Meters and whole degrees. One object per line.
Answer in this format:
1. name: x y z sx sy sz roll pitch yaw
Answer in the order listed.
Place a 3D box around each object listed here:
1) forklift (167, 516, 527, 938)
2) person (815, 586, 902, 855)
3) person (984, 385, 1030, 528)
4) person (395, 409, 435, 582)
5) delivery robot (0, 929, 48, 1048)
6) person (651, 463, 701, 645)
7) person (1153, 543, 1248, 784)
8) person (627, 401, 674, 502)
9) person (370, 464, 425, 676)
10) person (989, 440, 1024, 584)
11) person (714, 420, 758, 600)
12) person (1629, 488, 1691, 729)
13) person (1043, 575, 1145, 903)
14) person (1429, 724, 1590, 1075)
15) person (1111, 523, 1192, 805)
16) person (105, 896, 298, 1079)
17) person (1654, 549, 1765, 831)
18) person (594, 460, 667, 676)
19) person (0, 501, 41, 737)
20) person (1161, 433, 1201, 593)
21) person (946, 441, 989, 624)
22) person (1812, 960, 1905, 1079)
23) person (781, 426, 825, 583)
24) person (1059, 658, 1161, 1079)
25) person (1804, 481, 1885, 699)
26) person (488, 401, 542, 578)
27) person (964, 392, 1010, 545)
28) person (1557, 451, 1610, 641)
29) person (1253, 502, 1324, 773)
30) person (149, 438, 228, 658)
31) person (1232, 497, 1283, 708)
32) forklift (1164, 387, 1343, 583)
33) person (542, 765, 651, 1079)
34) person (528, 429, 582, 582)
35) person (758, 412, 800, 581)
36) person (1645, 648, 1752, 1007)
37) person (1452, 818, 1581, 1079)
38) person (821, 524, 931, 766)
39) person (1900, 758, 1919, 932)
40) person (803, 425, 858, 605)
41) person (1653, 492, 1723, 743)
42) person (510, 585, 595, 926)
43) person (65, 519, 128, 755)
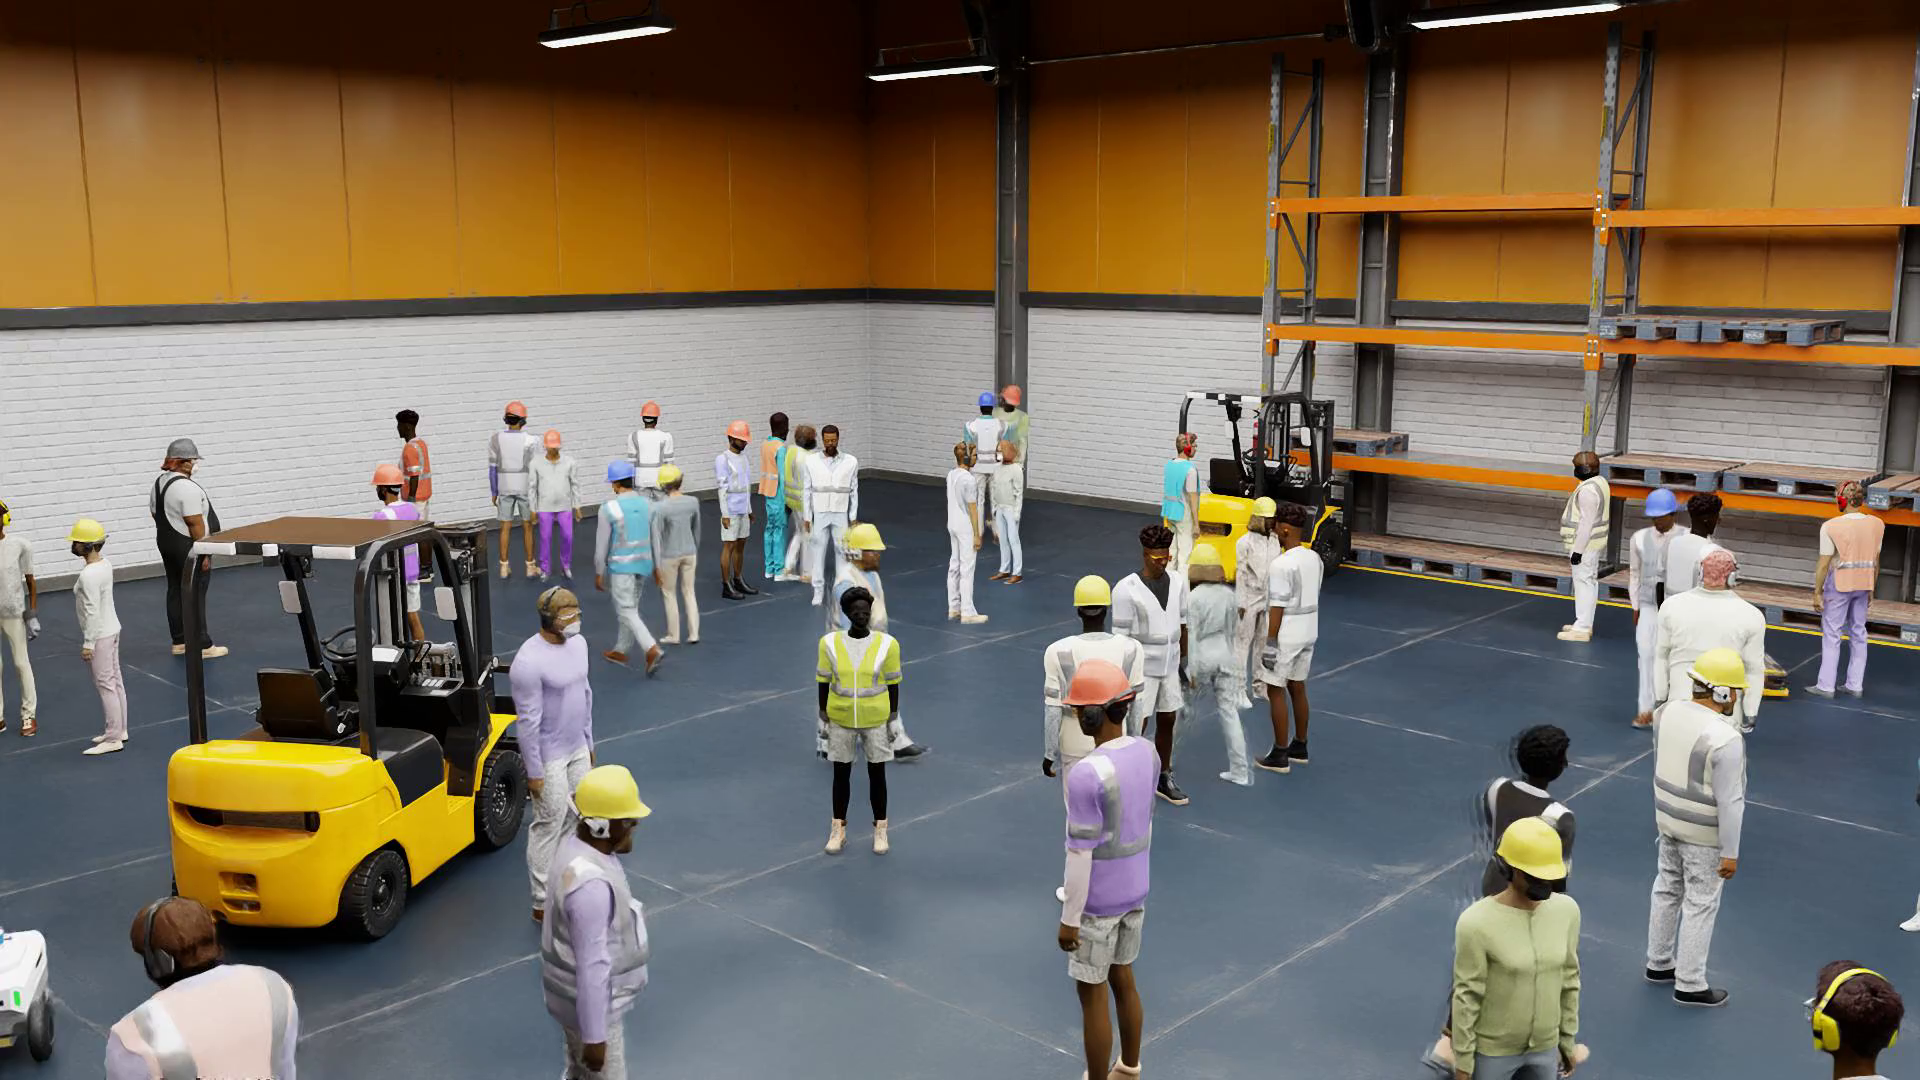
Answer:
1. forklift: -3.583 0.976 9.748 1.214 2.155 2.313 2 10 11
2. person: -0.632 1.118 10.349 0.541 1.700 0.316 1 10 4
3. person: 0.572 -1.070 22.001 0.811 1.987 0.453 9 14 42
4. person: -6.165 -0.500 18.800 0.362 1.963 0.613 -1 10 -7
5. delivery robot: -4.552 2.082 7.851 0.477 0.478 0.707 -4 11 -20
6. person: -2.690 0.140 15.776 0.551 1.766 0.331 -8 13 -38
7. person: 1.724 0.858 11.857 0.495 1.692 0.907 -6 12 -32
8. person: -3.705 -0.697 20.007 0.553 1.935 0.362 -1 10 -5
9. person: -4.843 0.311 14.265 0.377 1.938 0.547 3 10 14
10. person: 0.532 -0.323 18.775 0.278 1.628 0.505 -7 12 -34
11. person: -2.395 -0.328 17.932 0.366 1.930 0.542 5 11 24
12. person: 5.651 0.518 13.211 0.663 1.906 0.927 9 13 40
13. person: 0.751 1.154 9.500 0.591 1.923 0.381 -2 10 -12
14. person: 2.506 1.638 7.500 0.834 1.666 0.528 -6 11 -29
15. person: 1.292 0.849 11.179 0.615 1.951 0.388 -6 12 -31
16. person: -2.269 1.988 5.088 0.547 1.819 0.656 5 11 27
17. person: 4.713 0.997 10.489 0.650 1.900 0.399 7 12 36
18. person: -2.911 0.242 14.784 0.918 1.914 0.627 8 13 40
19. person: -7.379 0.598 12.820 0.519 1.873 0.328 -2 10 -11
20. person: 2.329 -0.206 17.471 0.389 1.846 0.567 -4 11 -23
21. person: 0.053 -0.079 16.749 0.345 1.846 0.508 -6 12 -30
22. person: 2.383 2.056 4.556 0.506 1.864 0.332 -2 10 -10
23. person: -1.758 -0.387 18.669 0.465 1.812 0.713 -4 11 -22
24. person: 0.607 1.511 7.179 0.412 2.032 0.613 7 12 35
25. person: 7.410 0.428 13.899 0.559 1.836 0.394 -2 10 -9
26. person: -5.082 -0.576 19.096 0.616 2.029 0.431 0 10 -2
27. person: 0.332 -0.905 21.201 0.627 1.943 0.411 -1 10 -5
28. person: 6.002 0.055 16.020 0.429 1.838 0.621 6 11 30
29. person: 2.386 0.699 12.044 0.387 1.950 0.618 8 13 39
30. person: -7.110 0.066 15.367 0.676 2.000 0.536 8 13 38
31. person: 2.479 0.504 13.718 0.483 1.745 0.302 -6 12 -31
32. forklift: 3.298 -0.608 18.767 1.214 2.155 2.313 9 13 42
33. person: -1.385 1.755 6.397 0.422 1.819 0.664 -2 10 -14
34. person: -4.588 -0.392 18.833 0.582 1.753 0.359 -4 11 -22
35. person: -2.076 -0.495 18.916 0.392 1.917 0.593 -5 11 -28
36. person: 3.680 1.424 8.282 0.403 1.817 0.601 -2 10 -13
37. person: 2.024 1.846 6.046 0.515 1.759 0.335 -3 10 -17
38. person: -0.636 0.778 12.015 0.875 1.790 0.624 3 11 18
39. person: 5.436 1.387 8.991 0.310 1.640 0.514 -6 12 -30
40. person: -1.367 -0.270 17.632 0.593 1.920 0.392 -2 10 -11
41. person: 5.488 0.611 12.475 0.362 1.963 0.613 -4 11 -23
42. person: -2.238 1.197 9.256 0.379 1.931 0.635 3 11 19
43. person: -6.456 0.716 12.444 0.309 1.772 0.525 -3 10 -15
